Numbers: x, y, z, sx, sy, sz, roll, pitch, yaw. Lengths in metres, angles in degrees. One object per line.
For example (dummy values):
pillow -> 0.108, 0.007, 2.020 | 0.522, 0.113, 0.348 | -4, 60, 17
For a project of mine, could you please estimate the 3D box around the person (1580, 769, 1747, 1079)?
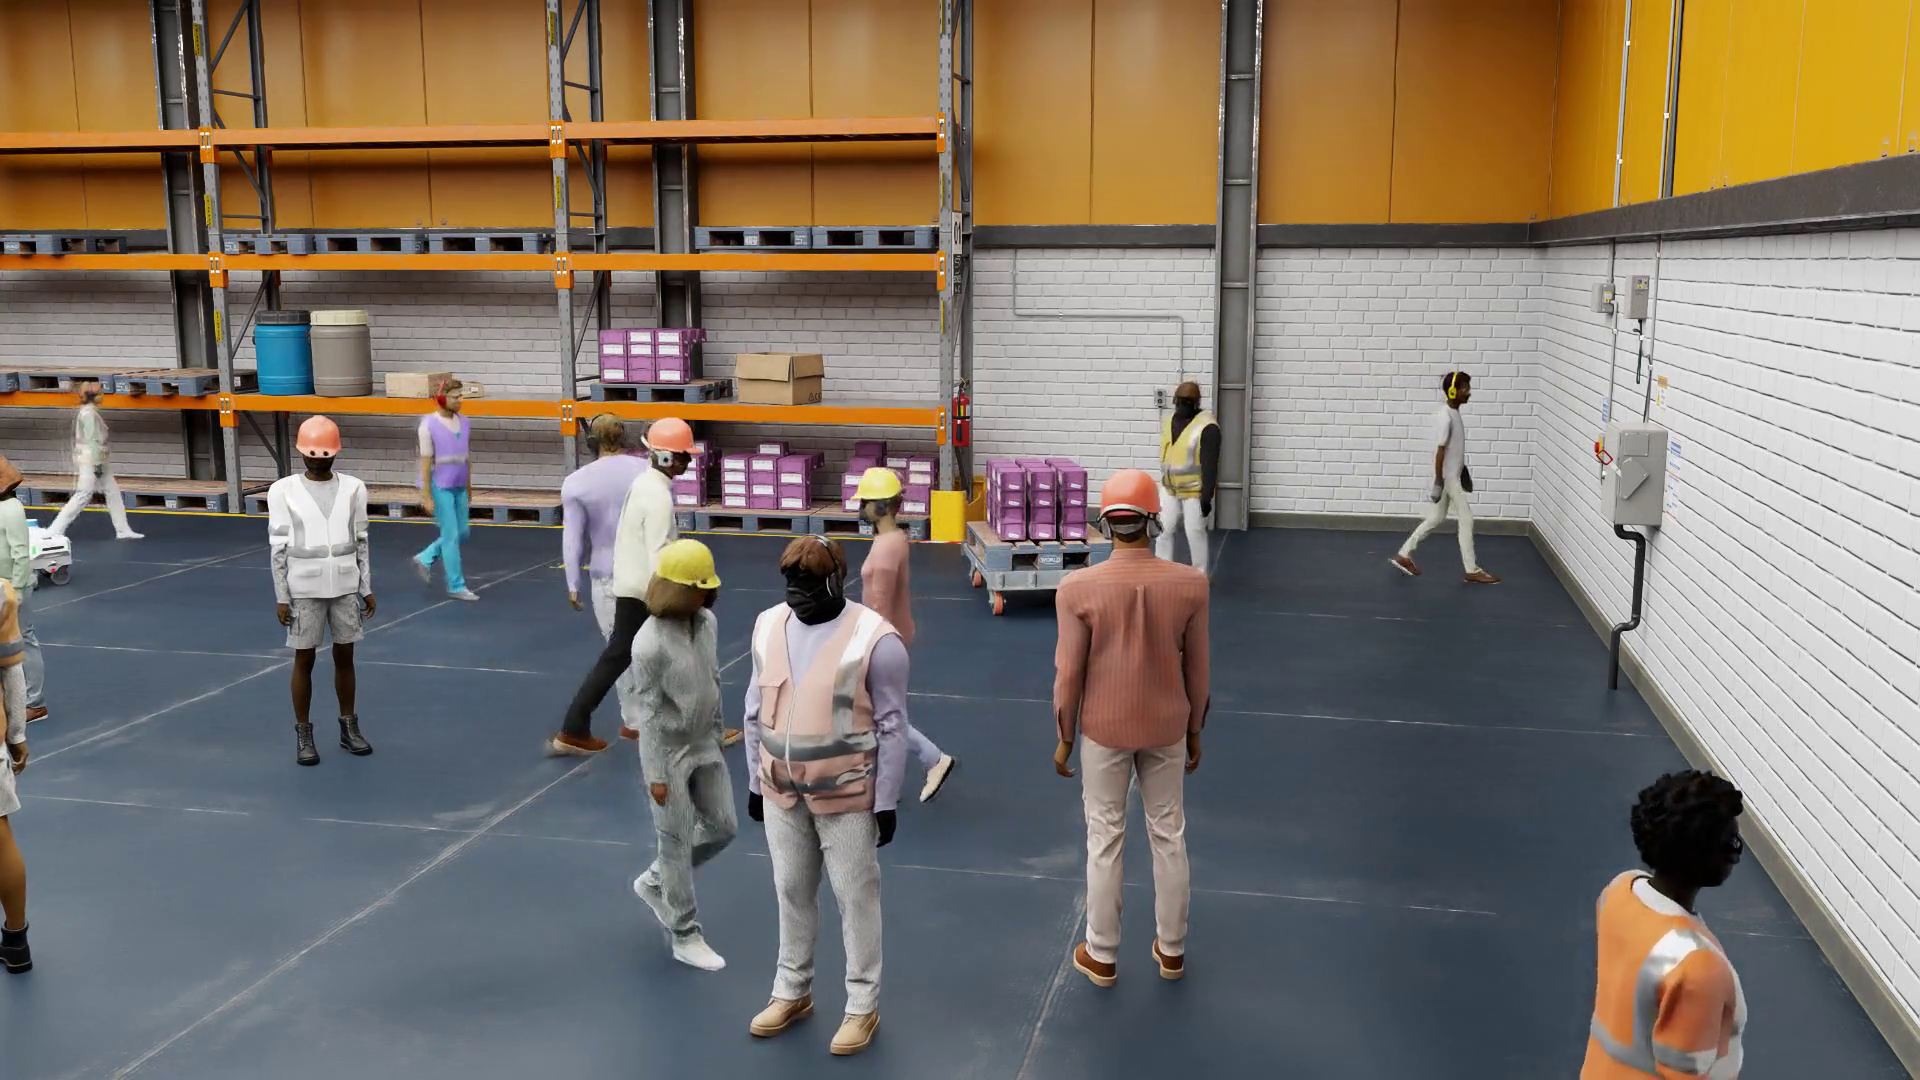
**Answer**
person -> 1.515, 1.320, 3.774 | 0.719, 1.670, 0.536 | 0, 10, 0

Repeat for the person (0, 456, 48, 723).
person -> -5.714, 0.293, 9.975 | 0.499, 1.633, 0.278 | 9, 13, 44

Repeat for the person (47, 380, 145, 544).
person -> -8.557, -0.762, 16.314 | 0.820, 1.607, 0.530 | -4, 10, -23

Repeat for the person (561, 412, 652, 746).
person -> -1.981, 0.213, 9.645 | 0.642, 1.902, 0.705 | -6, 11, -31

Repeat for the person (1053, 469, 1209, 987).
person -> 0.650, 0.721, 6.383 | 0.613, 1.991, 0.391 | -1, 10, -8

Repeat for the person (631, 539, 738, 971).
person -> -1.104, 0.830, 6.501 | 0.459, 1.723, 0.512 | 5, 11, 29

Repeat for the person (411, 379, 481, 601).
person -> -4.242, -0.414, 13.595 | 0.665, 1.826, 0.572 | 4, 10, 20

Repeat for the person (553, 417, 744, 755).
person -> -1.802, 0.271, 9.300 | 1.057, 1.933, 0.604 | -2, 10, -10

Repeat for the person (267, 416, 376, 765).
person -> -3.518, 0.273, 9.224 | 0.542, 1.928, 0.374 | -7, 12, -37

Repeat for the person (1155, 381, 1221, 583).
person -> 1.815, -0.385, 13.505 | 0.775, 1.800, 0.653 | -8, 13, -41

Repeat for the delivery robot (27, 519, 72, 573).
delivery robot -> -7.929, 0.066, 14.229 | 0.707, 0.478, 0.477 | 7, 12, 35

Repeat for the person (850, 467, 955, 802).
person -> -0.329, 0.502, 8.386 | 0.488, 1.748, 0.537 | 0, 10, 2

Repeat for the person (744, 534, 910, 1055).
person -> -0.493, 0.885, 5.853 | 0.631, 1.842, 0.428 | 5, 11, 27

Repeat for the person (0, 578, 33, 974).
person -> -3.852, 0.756, 6.332 | 0.362, 1.935, 0.553 | 7, 12, 36

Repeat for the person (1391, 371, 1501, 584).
person -> 4.228, -0.552, 14.417 | 0.910, 1.828, 0.531 | 3, 10, 18
